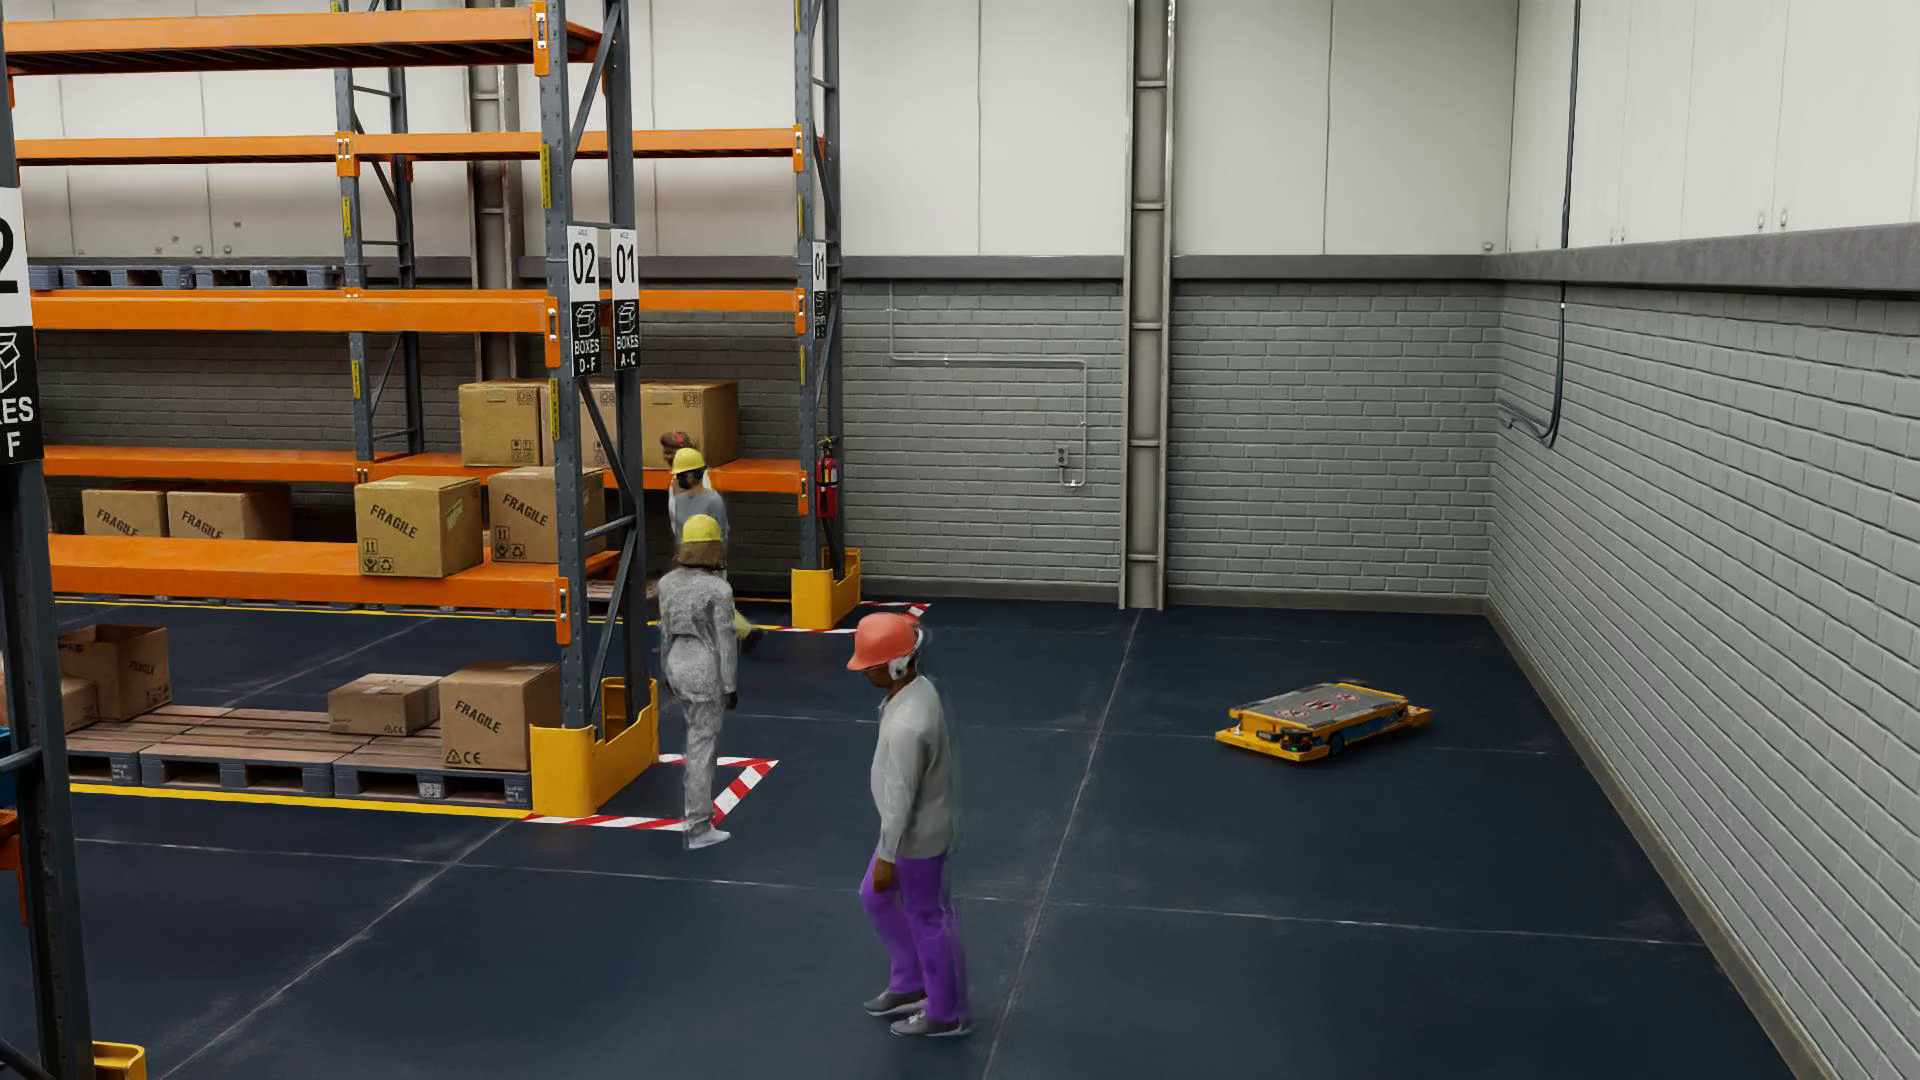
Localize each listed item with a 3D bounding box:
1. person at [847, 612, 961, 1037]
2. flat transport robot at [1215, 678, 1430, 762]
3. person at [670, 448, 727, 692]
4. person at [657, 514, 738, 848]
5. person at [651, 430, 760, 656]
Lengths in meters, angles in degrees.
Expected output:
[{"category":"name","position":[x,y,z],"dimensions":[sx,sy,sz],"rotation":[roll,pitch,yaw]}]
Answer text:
[{"category":"person","position":[-0.229,1.105,6.398],"dimensions":[0.527,1.719,0.591],"rotation":[0,9,-2]},{"category":"flat transport robot","position":[2.348,1.140,10.689],"dimensions":[1.431,0.197,0.652],"rotation":[-8,12,-42]},{"category":"person","position":[-1.854,0.210,11.878],"dimensions":[0.527,1.753,0.378],"rotation":[8,12,40]},{"category":"person","position":[-1.367,0.726,8.787],"dimensions":[0.516,1.716,0.590],"rotation":[6,11,32]},{"category":"person","position":[-1.968,0.043,12.781],"dimensions":[0.831,1.801,0.613],"rotation":[1,9,6]}]
